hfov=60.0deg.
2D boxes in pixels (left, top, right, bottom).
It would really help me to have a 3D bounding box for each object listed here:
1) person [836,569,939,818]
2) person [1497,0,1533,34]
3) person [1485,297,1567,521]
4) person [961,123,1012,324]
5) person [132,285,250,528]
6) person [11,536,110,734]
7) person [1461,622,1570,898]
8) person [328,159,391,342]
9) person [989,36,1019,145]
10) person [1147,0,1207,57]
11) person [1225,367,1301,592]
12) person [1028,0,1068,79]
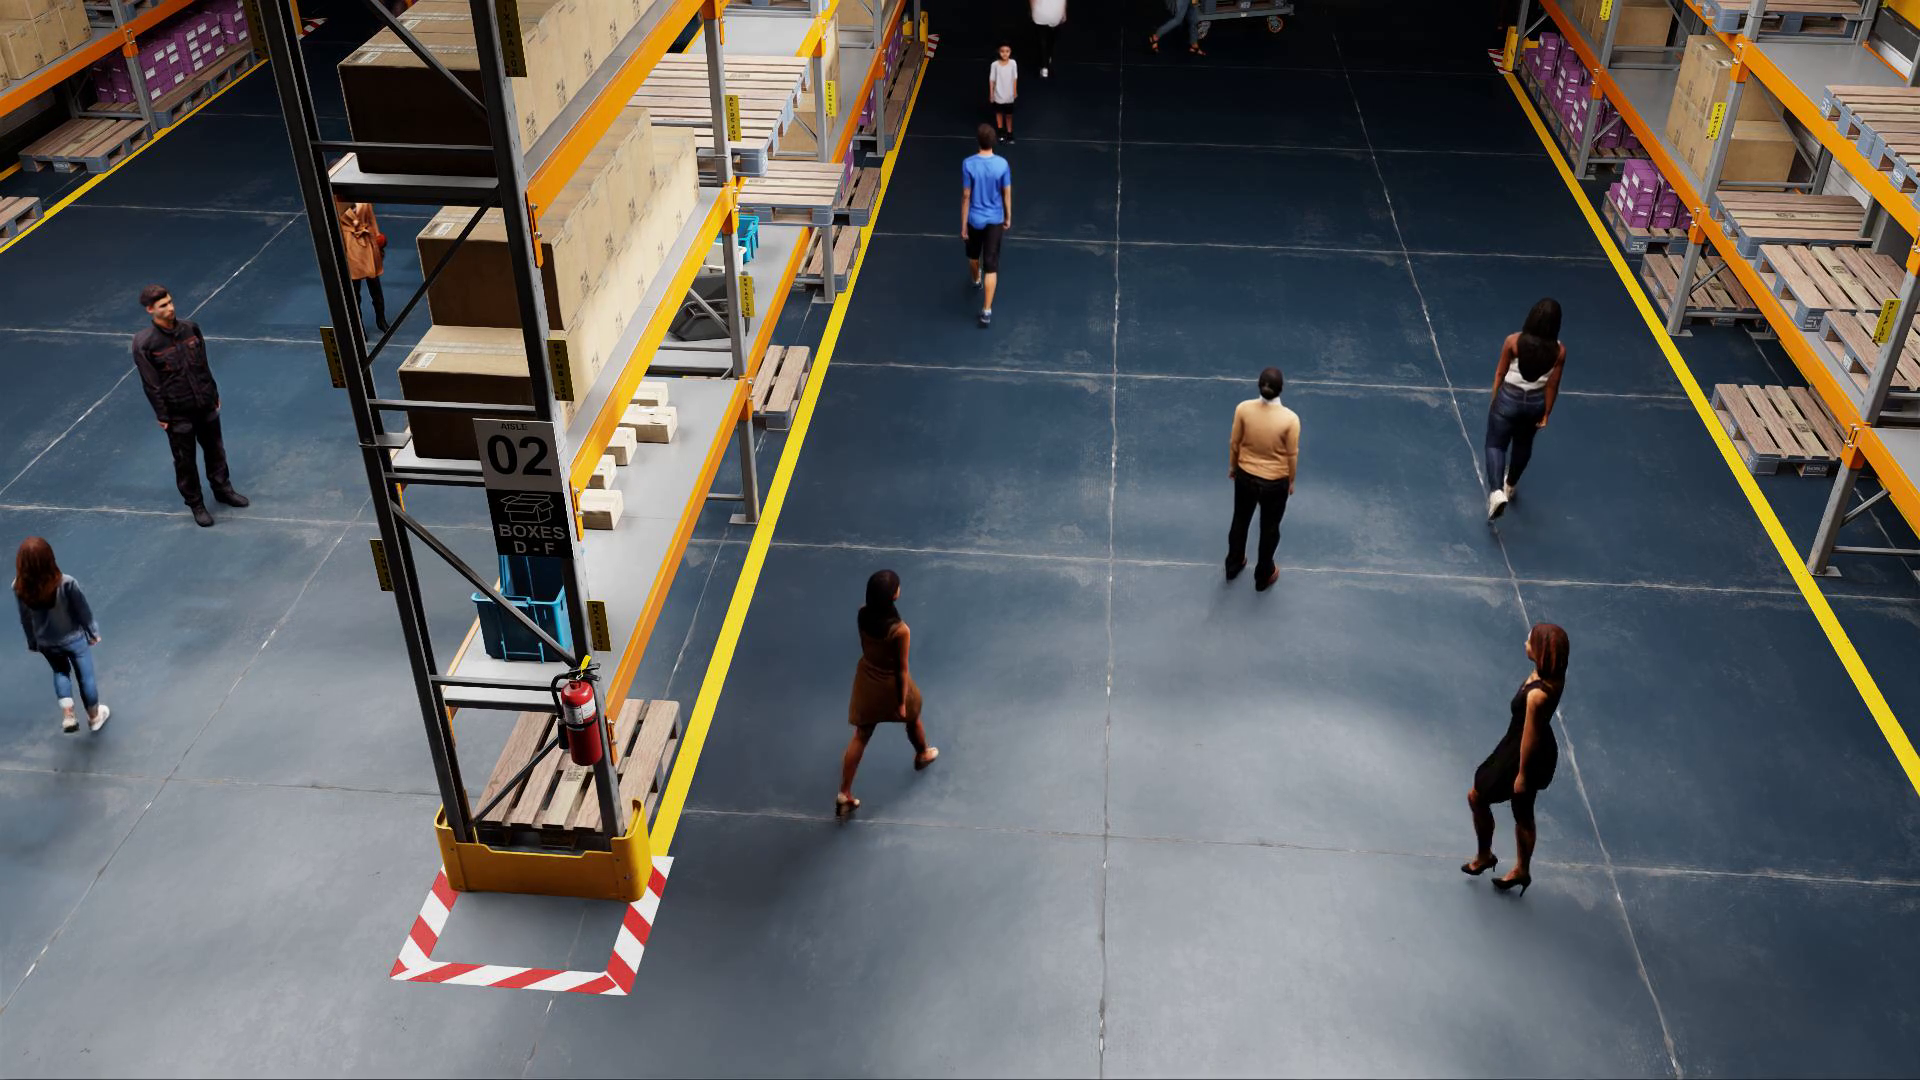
[{"bbox_3d":[-0.522,0.950,9.947,0.958,1.641,1.158,23,40,31],"label":"person"},{"bbox_3d":[7.886,-8.049,23.336,0.841,1.807,0.738,-18,38,-25],"label":"person"},{"bbox_3d":[4.281,-0.972,12.711,0.719,1.782,1.095,8,35,13],"label":"person"},{"bbox_3d":[0.242,-2.926,15.618,0.723,1.818,1.229,-1,34,-1],"label":"person"},{"bbox_3d":[-5.912,-1.058,12.695,0.853,1.944,0.717,20,39,27],"label":"person"},{"bbox_3d":[-5.717,0.659,10.539,0.668,1.469,0.718,-6,34,-9],"label":"person"},{"bbox_3d":[3.242,1.283,9.285,0.788,1.819,0.731,19,38,26],"label":"person"},{"bbox_3d":[-5.549,-2.675,15.329,0.782,1.720,0.826,-22,40,-30],"label":"person"},{"bbox_3d":[0.513,-5.389,19.838,0.553,1.249,0.727,-2,34,-3],"label":"person"},{"bbox_3d":[2.953,-7.335,22.405,0.790,1.648,1.031,9,35,13],"label":"person"},{"bbox_3d":[2.170,-0.436,11.929,0.761,1.754,0.764,18,38,25],"label":"person"},{"bbox_3d":[1.132,-6.851,21.673,0.862,1.651,1.171,-6,34,-10],"label":"person"}]
